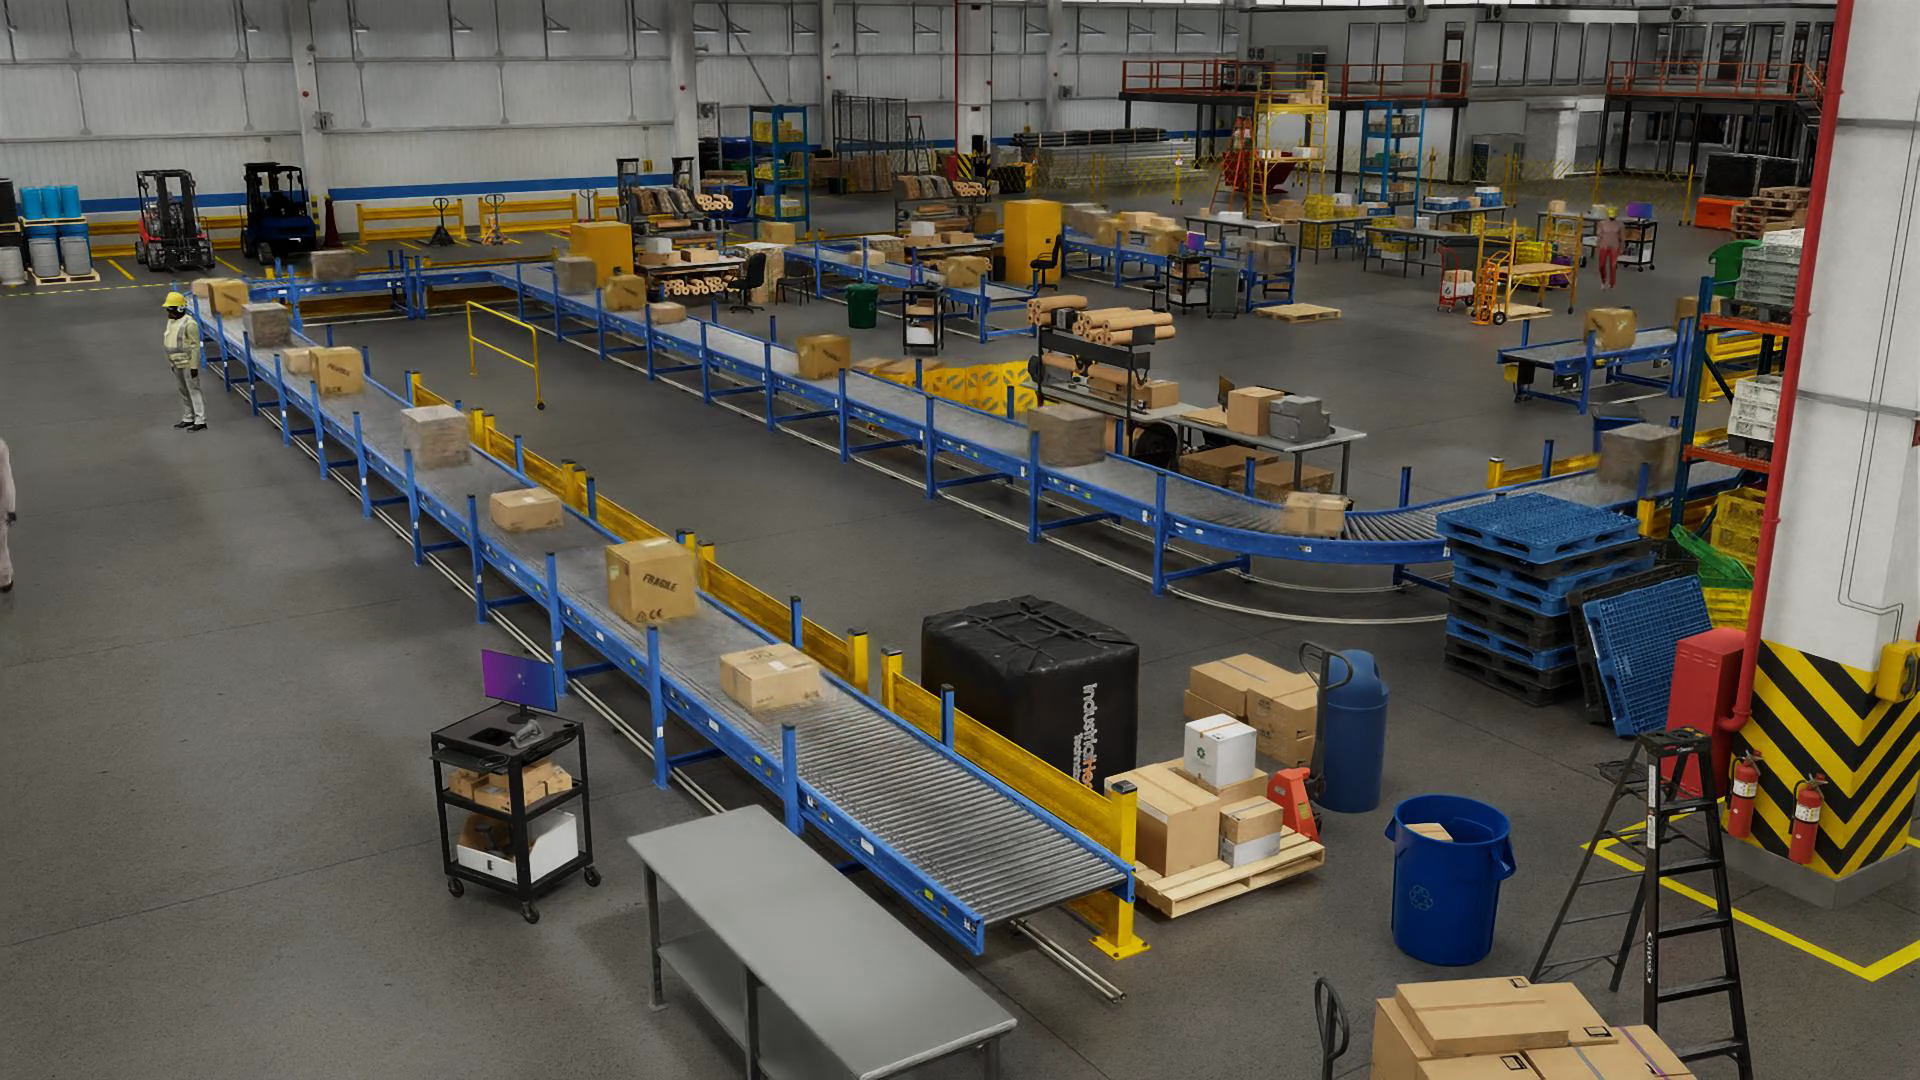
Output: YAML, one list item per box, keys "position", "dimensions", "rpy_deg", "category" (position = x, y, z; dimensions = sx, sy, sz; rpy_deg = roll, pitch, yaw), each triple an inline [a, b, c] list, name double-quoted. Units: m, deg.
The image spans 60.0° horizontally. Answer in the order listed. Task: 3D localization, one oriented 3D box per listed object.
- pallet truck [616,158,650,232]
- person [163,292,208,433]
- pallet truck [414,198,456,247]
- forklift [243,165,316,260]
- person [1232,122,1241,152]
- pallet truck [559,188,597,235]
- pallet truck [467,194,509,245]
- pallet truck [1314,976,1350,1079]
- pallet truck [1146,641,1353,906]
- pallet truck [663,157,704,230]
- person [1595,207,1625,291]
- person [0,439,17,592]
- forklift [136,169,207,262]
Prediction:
- position: [-8.918, -9.176, 44.255]
  dimensions: [0.823, 1.965, 1.885]
  rpy_deg: [-9, 19, -27]
  category: "pallet truck"
- position: [-10.142, -2.321, 21.725]
  dimensions: [0.595, 1.832, 0.404]
  rpy_deg: [12, 21, 35]
  category: "person"
- position: [-13.250, -8.060, 41.856]
  dimensions: [0.680, 1.201, 1.601]
  rpy_deg: [-10, 20, -31]
  category: "pallet truck"
- position: [-15.898, -7.669, 38.708]
  dimensions: [1.157, 1.987, 2.680]
  rpy_deg: [-11, 20, -33]
  category: "forklift"
- position: [11.152, -15.754, 66.415]
  dimensions: [0.576, 1.849, 0.923]
  rpy_deg: [-11, 20, -31]
  category: "person"
- position: [-10.010, -8.652, 43.699]
  dimensions: [0.653, 1.274, 1.630]
  rpy_deg: [-10, 20, -31]
  category: "pallet truck"
- position: [-11.983, -8.177, 42.137]
  dimensions: [0.704, 1.261, 1.522]
  rpy_deg: [-11, 20, -33]
  category: "pallet truck"
- position: [2.299, 2.390, 7.086]
  dimensions: [1.601, 1.201, 0.680]
  rpy_deg: [-2, 17, -7]
  category: "pallet truck"
- position: [1.664, 1.407, 10.232]
  dimensions: [1.630, 1.274, 0.653]
  rpy_deg: [-10, 20, -31]
  category: "pallet truck"
- position: [-7.586, -9.308, 44.692]
  dimensions: [0.823, 1.965, 1.885]
  rpy_deg: [-11, 20, -33]
  category: "pallet truck"
- position: [13.284, -5.952, 33.999]
  dimensions: [0.579, 1.716, 0.543]
  rpy_deg: [8, 18, 24]
  category: "person"
- position: [-8.887, -0.312, 15.011]
  dimensions: [0.657, 1.860, 1.008]
  rpy_deg: [-8, 19, -25]
  category: "person"
- position: [-17.842, -7.318, 37.559]
  dimensions: [1.157, 1.987, 2.680]
  rpy_deg: [-10, 20, -31]
  category: "forklift"
